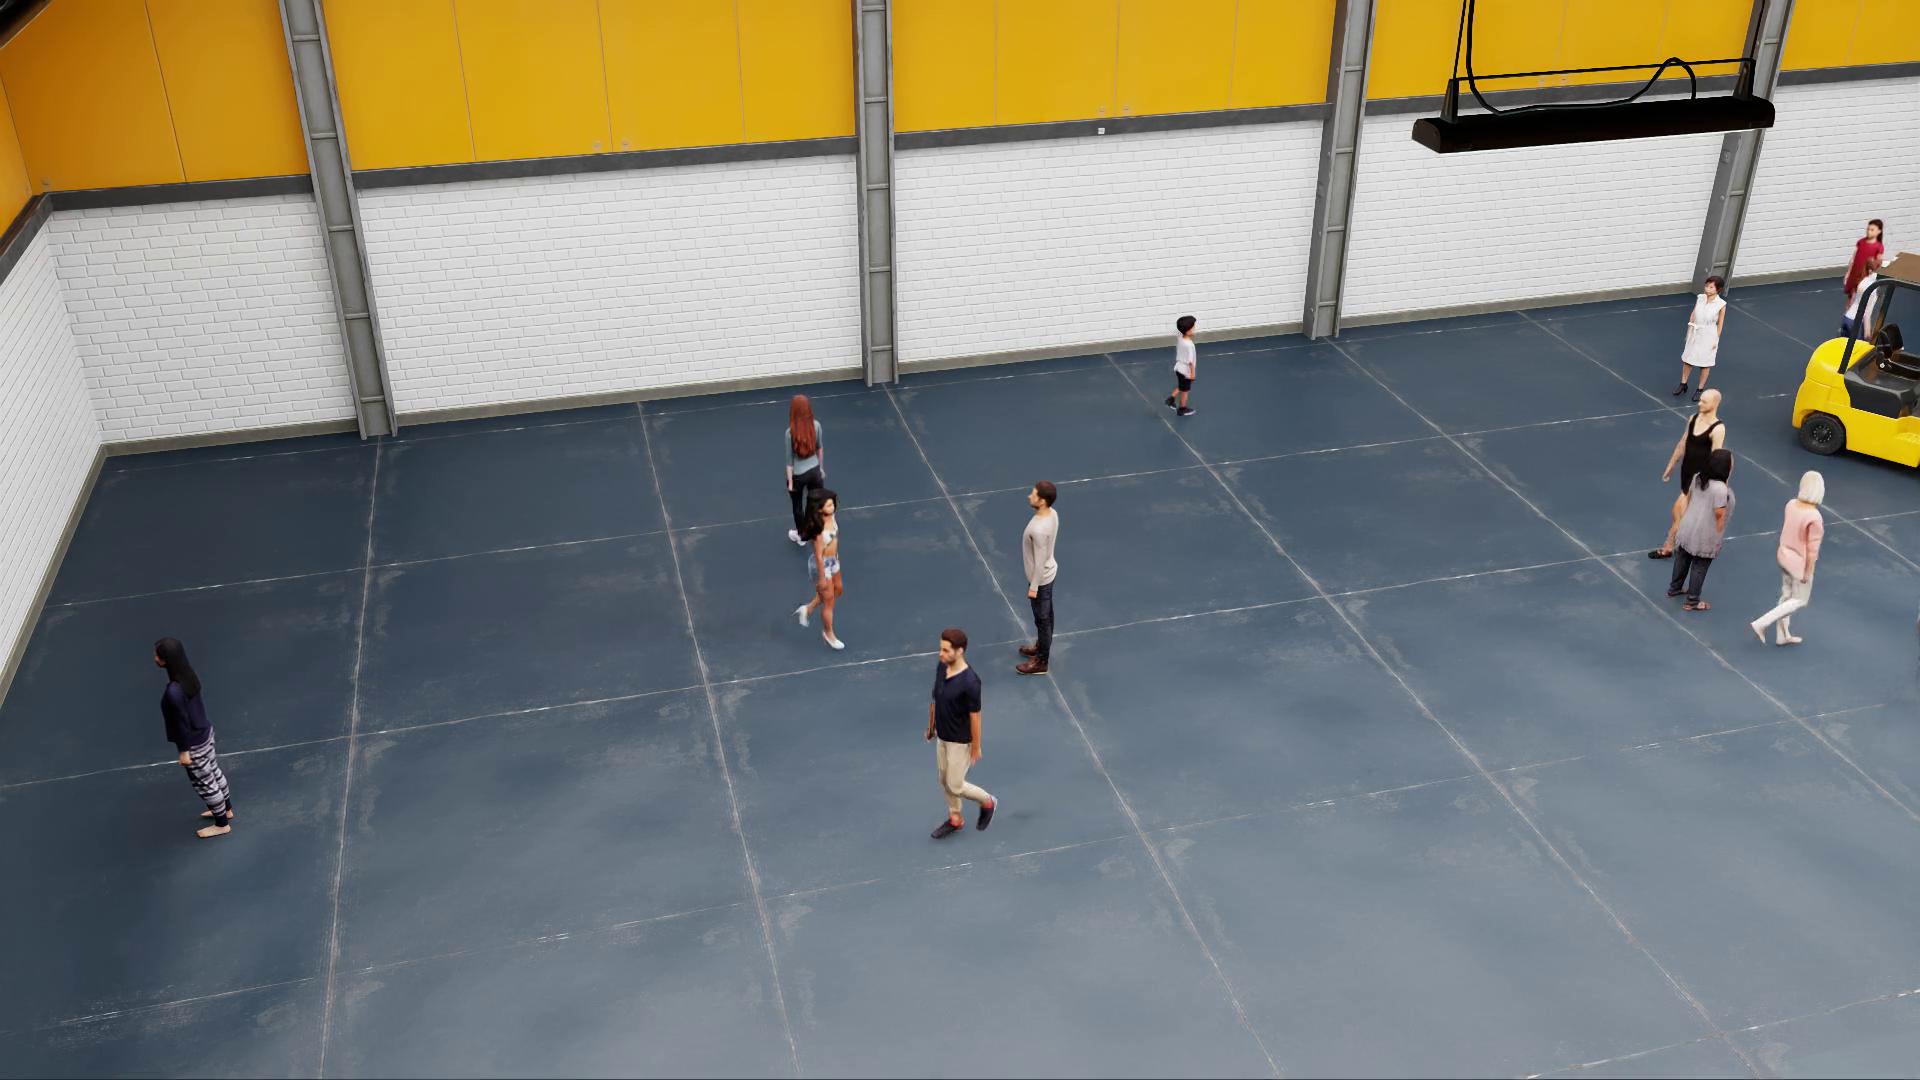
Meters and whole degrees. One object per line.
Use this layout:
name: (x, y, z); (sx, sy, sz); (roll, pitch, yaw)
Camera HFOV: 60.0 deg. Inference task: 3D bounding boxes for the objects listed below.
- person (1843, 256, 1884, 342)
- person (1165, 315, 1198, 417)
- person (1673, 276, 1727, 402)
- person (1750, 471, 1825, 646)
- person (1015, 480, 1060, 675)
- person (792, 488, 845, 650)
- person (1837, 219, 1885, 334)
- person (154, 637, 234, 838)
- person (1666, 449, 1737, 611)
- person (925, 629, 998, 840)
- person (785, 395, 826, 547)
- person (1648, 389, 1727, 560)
person: (10.843, -2.637, 20.164); (0.739, 1.732, 0.721); (-4, 29, -7)
person: (2.594, -2.037, 19.565); (0.587, 1.252, 0.498); (-6, 29, -11)
person: (8.928, -2.439, 19.986); (0.644, 1.555, 0.636); (-22, 36, -34)
person: (7.451, 0.205, 14.994); (0.807, 1.693, 0.629); (-5, 29, -8)
person: (0.716, 0.316, 14.606); (0.719, 1.870, 0.733); (4, 29, 8)
person: (-1.283, 0.250, 14.995); (0.855, 1.614, 0.761); (7, 29, 13)
person: (11.919, -3.486, 21.920); (0.823, 1.541, 0.679); (-18, 34, -30)
person: (-5.814, 1.480, 12.615); (0.537, 1.734, 0.625); (-5, 29, -8)
person: (6.996, -0.121, 15.679); (0.632, 1.611, 0.614); (-8, 30, -14)
person: (0.037, 1.452, 12.556); (0.863, 1.839, 0.774); (-18, 33, -30)
person: (-1.487, -0.580, 16.413); (1.135, 1.713, 0.872); (-16, 32, -27)
person: (7.359, -0.642, 16.441); (0.836, 1.795, 0.699); (-5, 29, -9)
